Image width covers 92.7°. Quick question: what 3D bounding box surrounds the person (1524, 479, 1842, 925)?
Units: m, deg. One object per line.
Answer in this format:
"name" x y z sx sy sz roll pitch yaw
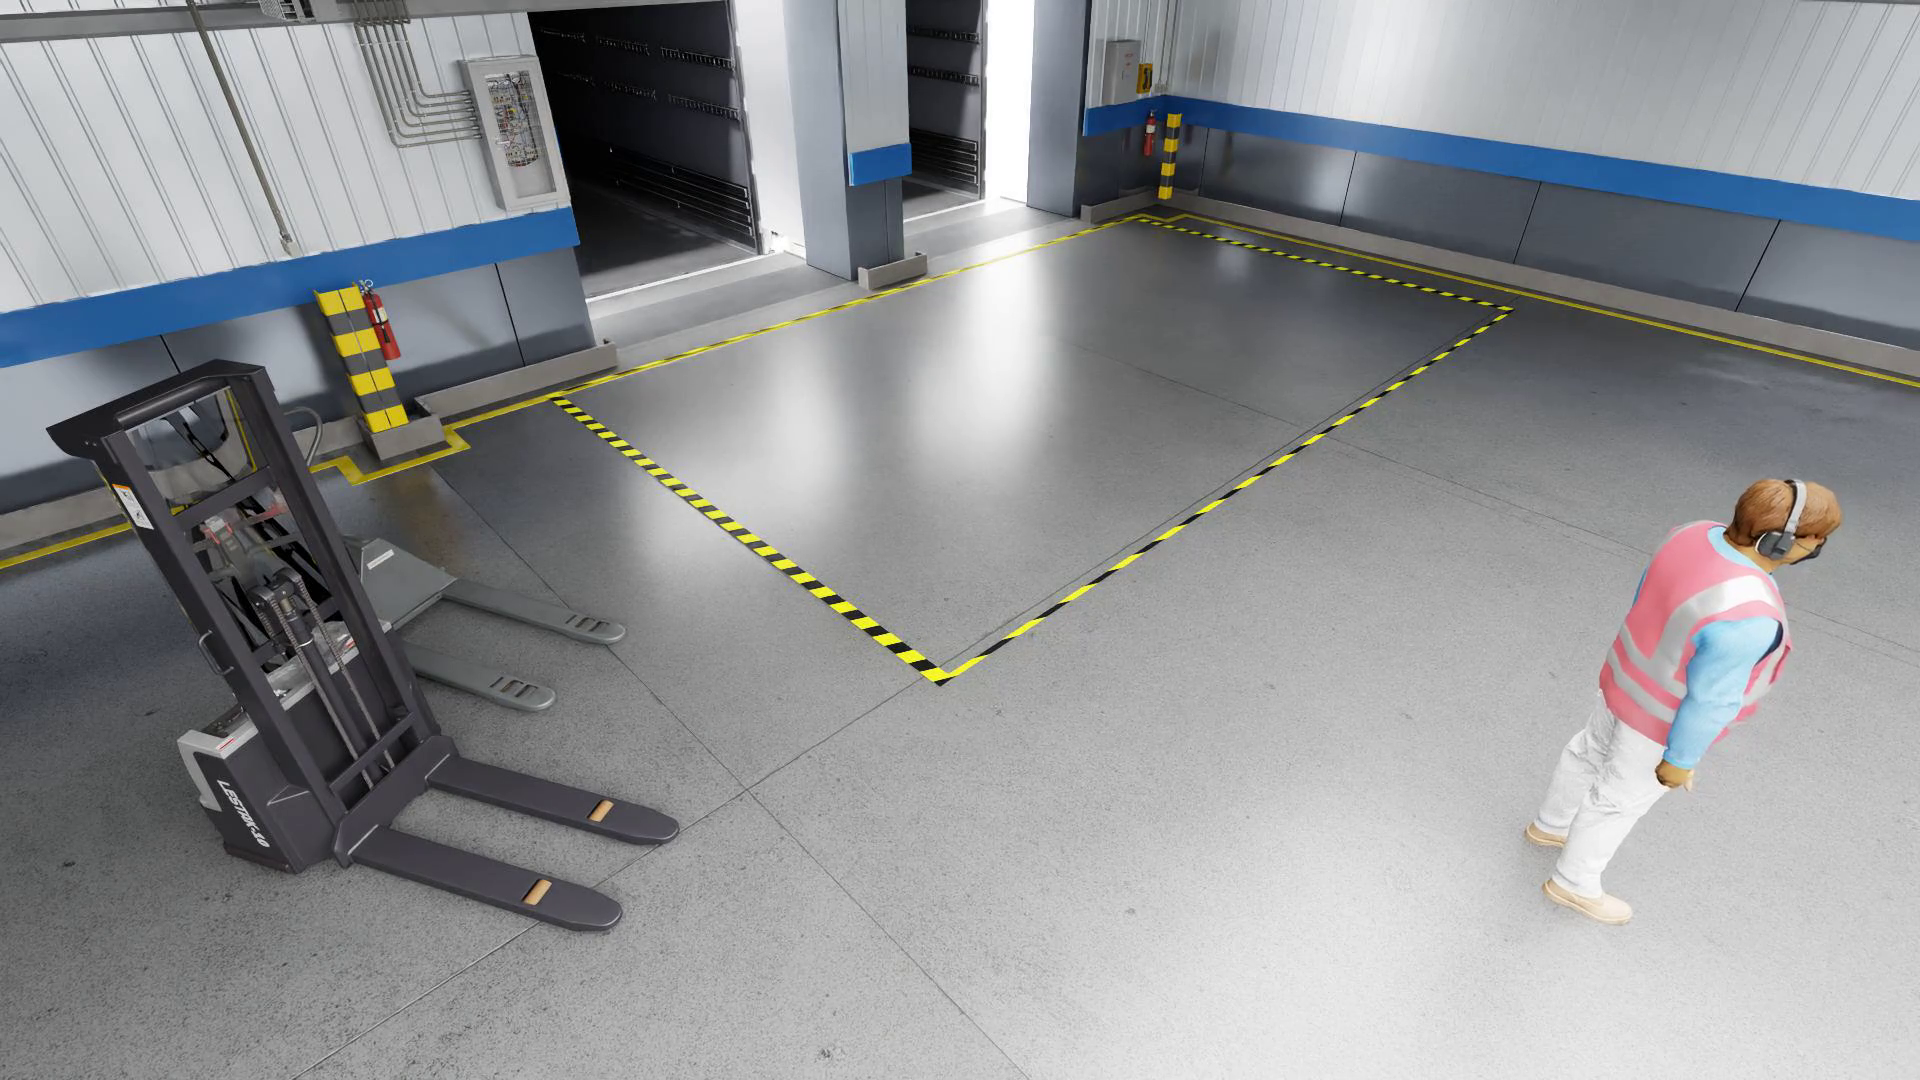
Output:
"person" 2.496 0.588 3.247 0.431 1.843 0.623 10 36 15

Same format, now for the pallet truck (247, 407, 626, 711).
"pallet truck" -2.628 0.038 4.590 1.601 1.201 0.680 12 36 18

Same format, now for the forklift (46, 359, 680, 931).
"forklift" -2.135 0.422 3.354 1.885 1.965 0.823 10 35 14
